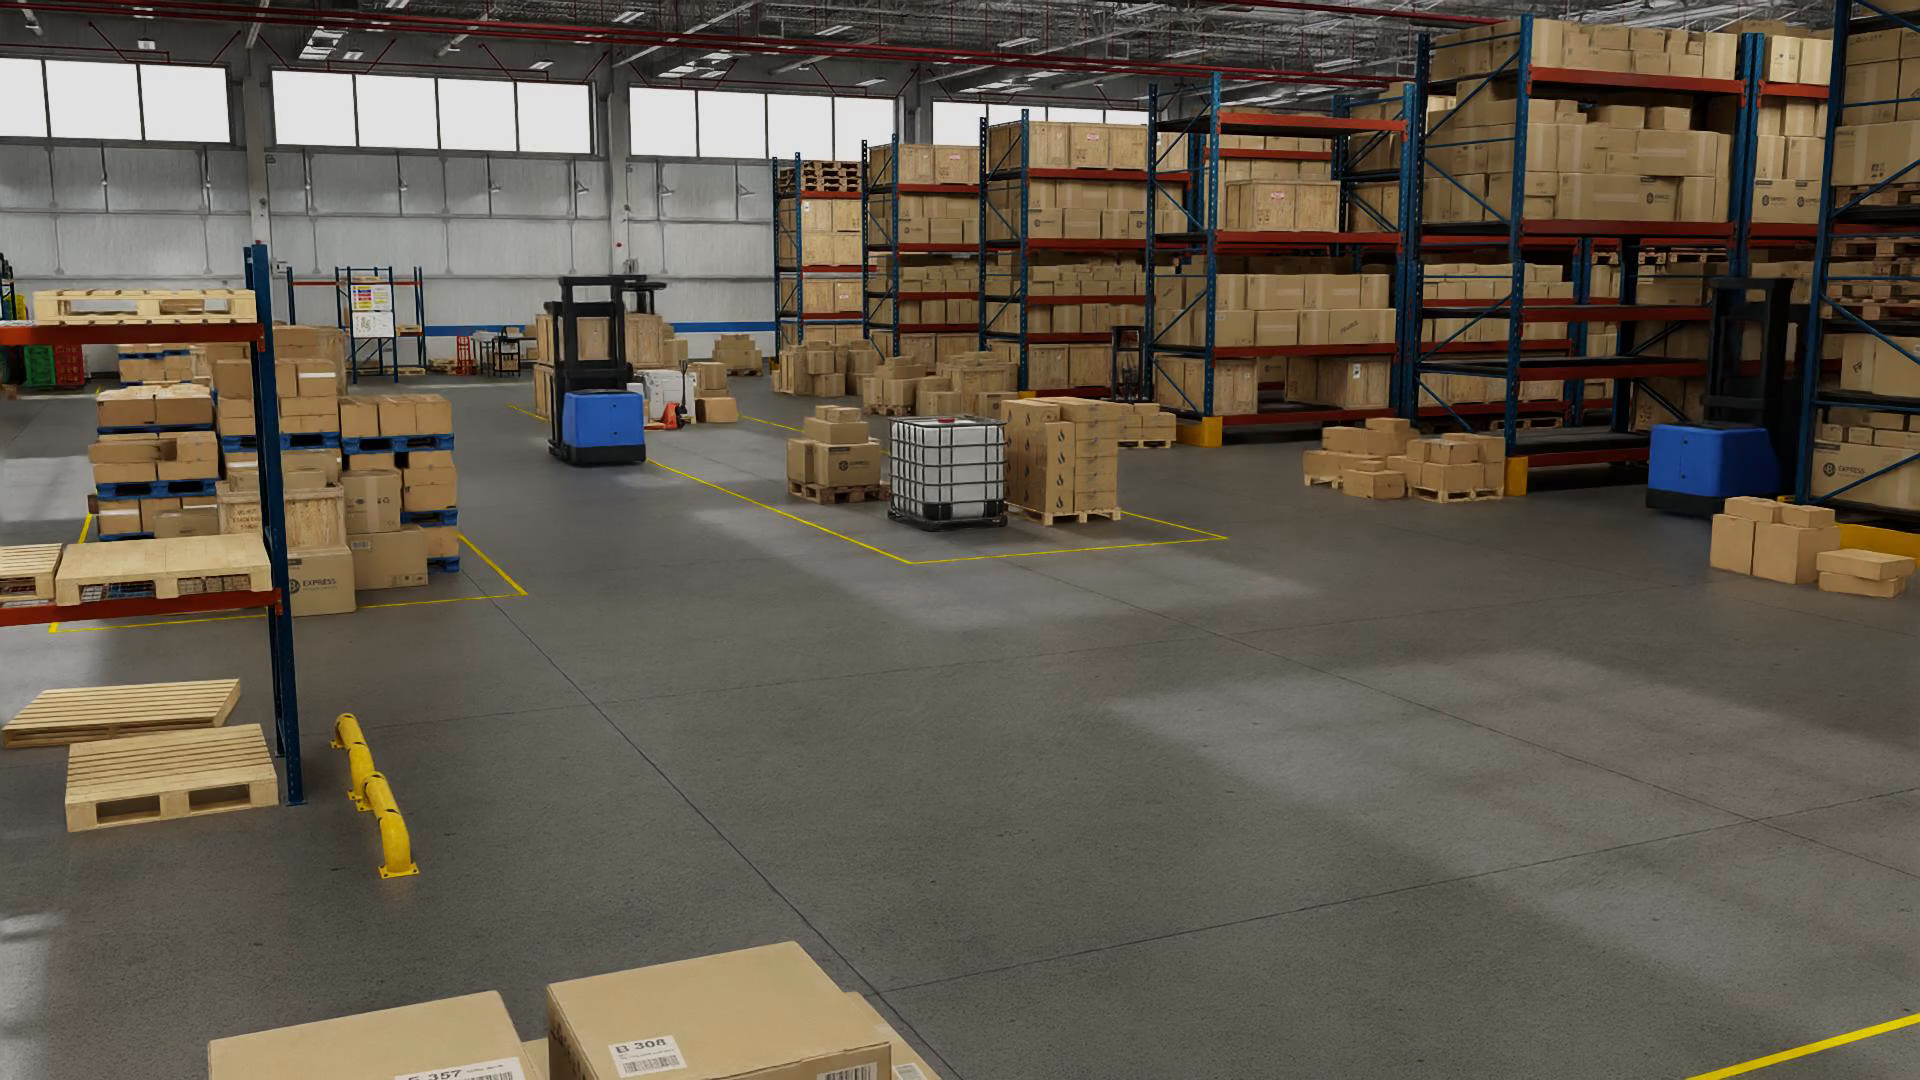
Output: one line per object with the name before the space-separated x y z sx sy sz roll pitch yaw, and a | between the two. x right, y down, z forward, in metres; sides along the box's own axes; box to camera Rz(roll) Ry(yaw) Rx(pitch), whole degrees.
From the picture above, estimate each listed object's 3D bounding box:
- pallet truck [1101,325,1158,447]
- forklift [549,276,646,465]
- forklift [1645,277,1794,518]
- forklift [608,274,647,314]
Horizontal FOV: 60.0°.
pallet truck | 2.881 -2.596 27.923 0.823 1.965 1.885 -1 9 -7
forklift | -5.548 -2.613 25.299 1.129 2.768 1.873 -4 10 -25
forklift | 9.248 -1.710 19.694 1.873 2.768 1.129 -4 10 -25
forklift | -8.403 -5.333 42.174 1.129 2.768 1.873 -8 12 -40
